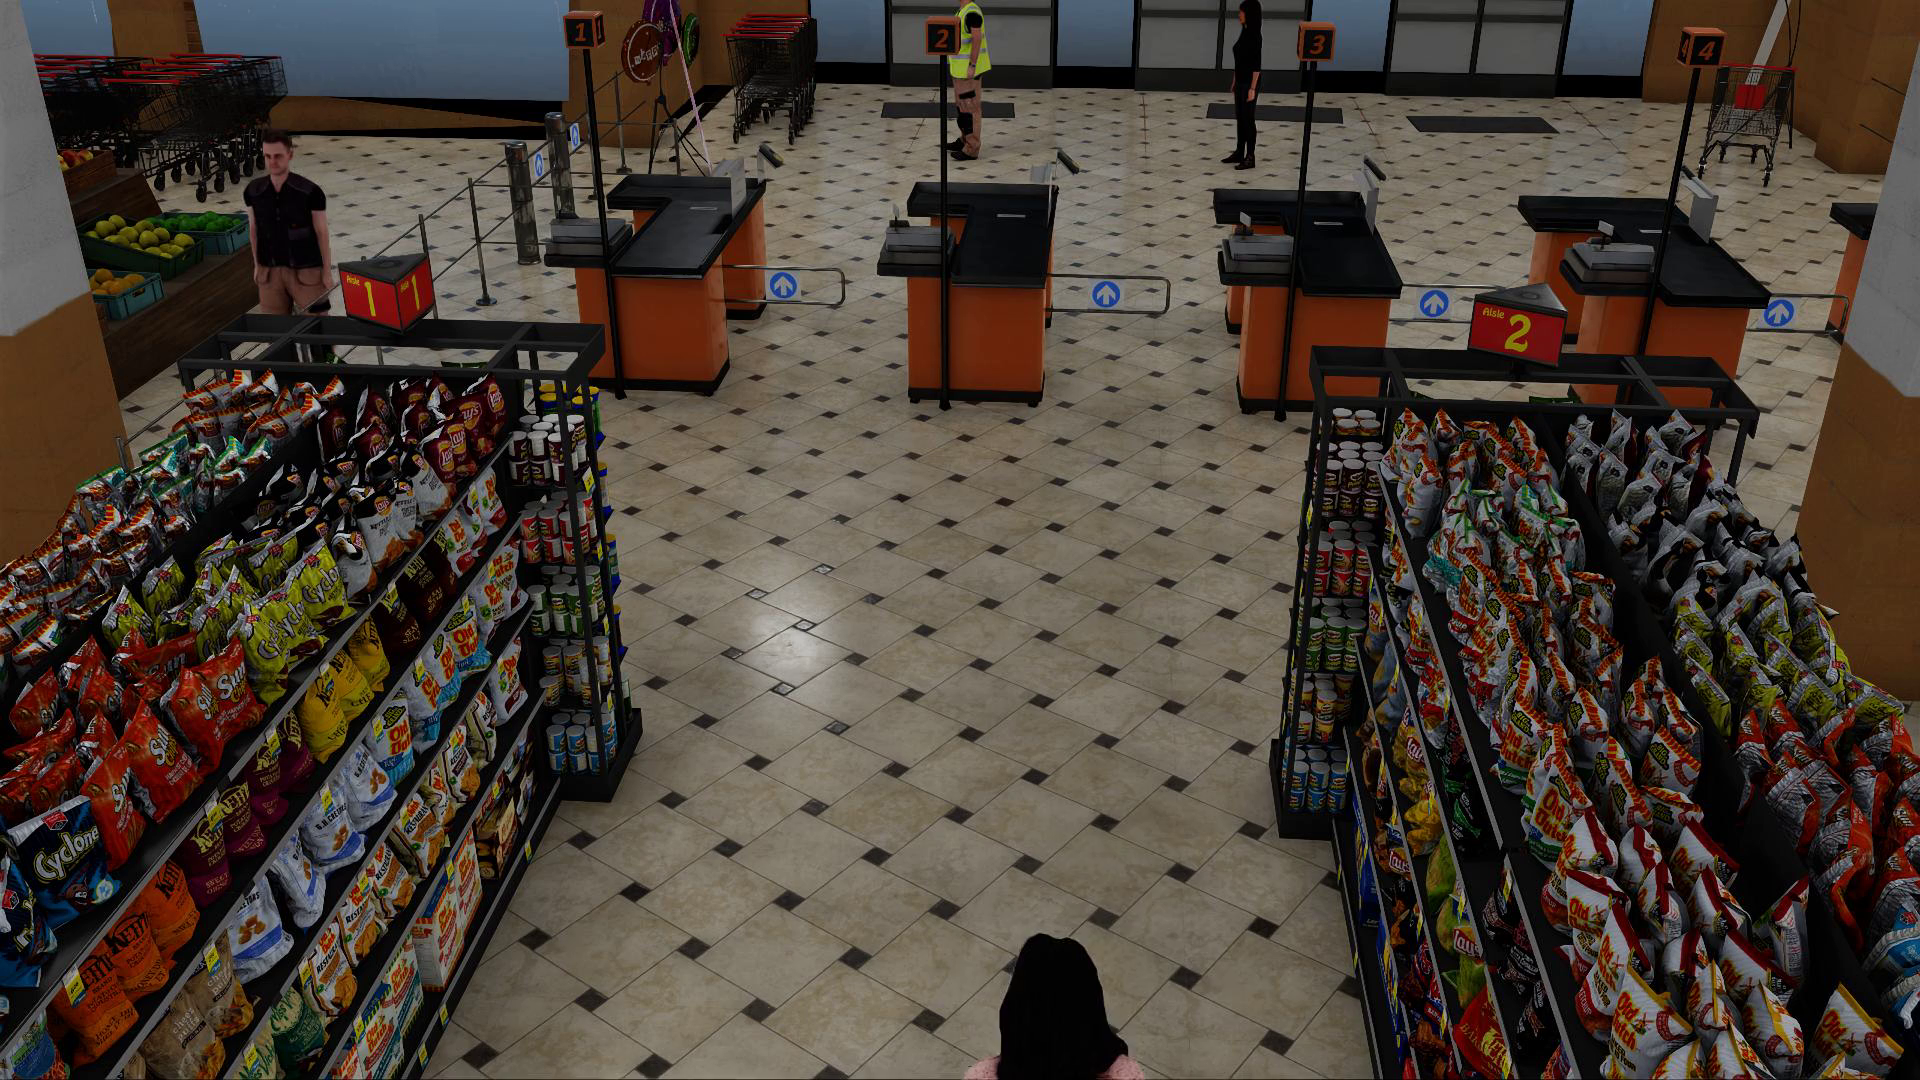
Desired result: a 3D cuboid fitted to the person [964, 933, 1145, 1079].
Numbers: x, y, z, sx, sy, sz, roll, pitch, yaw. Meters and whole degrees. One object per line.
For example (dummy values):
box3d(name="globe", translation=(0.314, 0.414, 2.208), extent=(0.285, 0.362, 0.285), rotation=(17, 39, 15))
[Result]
box3d(name="person", translation=(0.222, 1.764, 4.056), extent=(0.707, 1.754, 0.929), rotation=(5, 27, 10))

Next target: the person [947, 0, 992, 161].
box3d(name="person", translation=(0.056, -4.839, 16.975), extent=(0.842, 1.846, 0.735), rotation=(-5, 27, -9))

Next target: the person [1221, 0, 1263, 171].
box3d(name="person", translation=(2.881, -4.572, 16.675), extent=(0.711, 1.641, 0.565), rotation=(-8, 28, -16))

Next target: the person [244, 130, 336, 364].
box3d(name="person", translation=(-4.382, -1.807, 11.012), extent=(0.726, 1.833, 0.656), rotation=(0, 27, 0))
